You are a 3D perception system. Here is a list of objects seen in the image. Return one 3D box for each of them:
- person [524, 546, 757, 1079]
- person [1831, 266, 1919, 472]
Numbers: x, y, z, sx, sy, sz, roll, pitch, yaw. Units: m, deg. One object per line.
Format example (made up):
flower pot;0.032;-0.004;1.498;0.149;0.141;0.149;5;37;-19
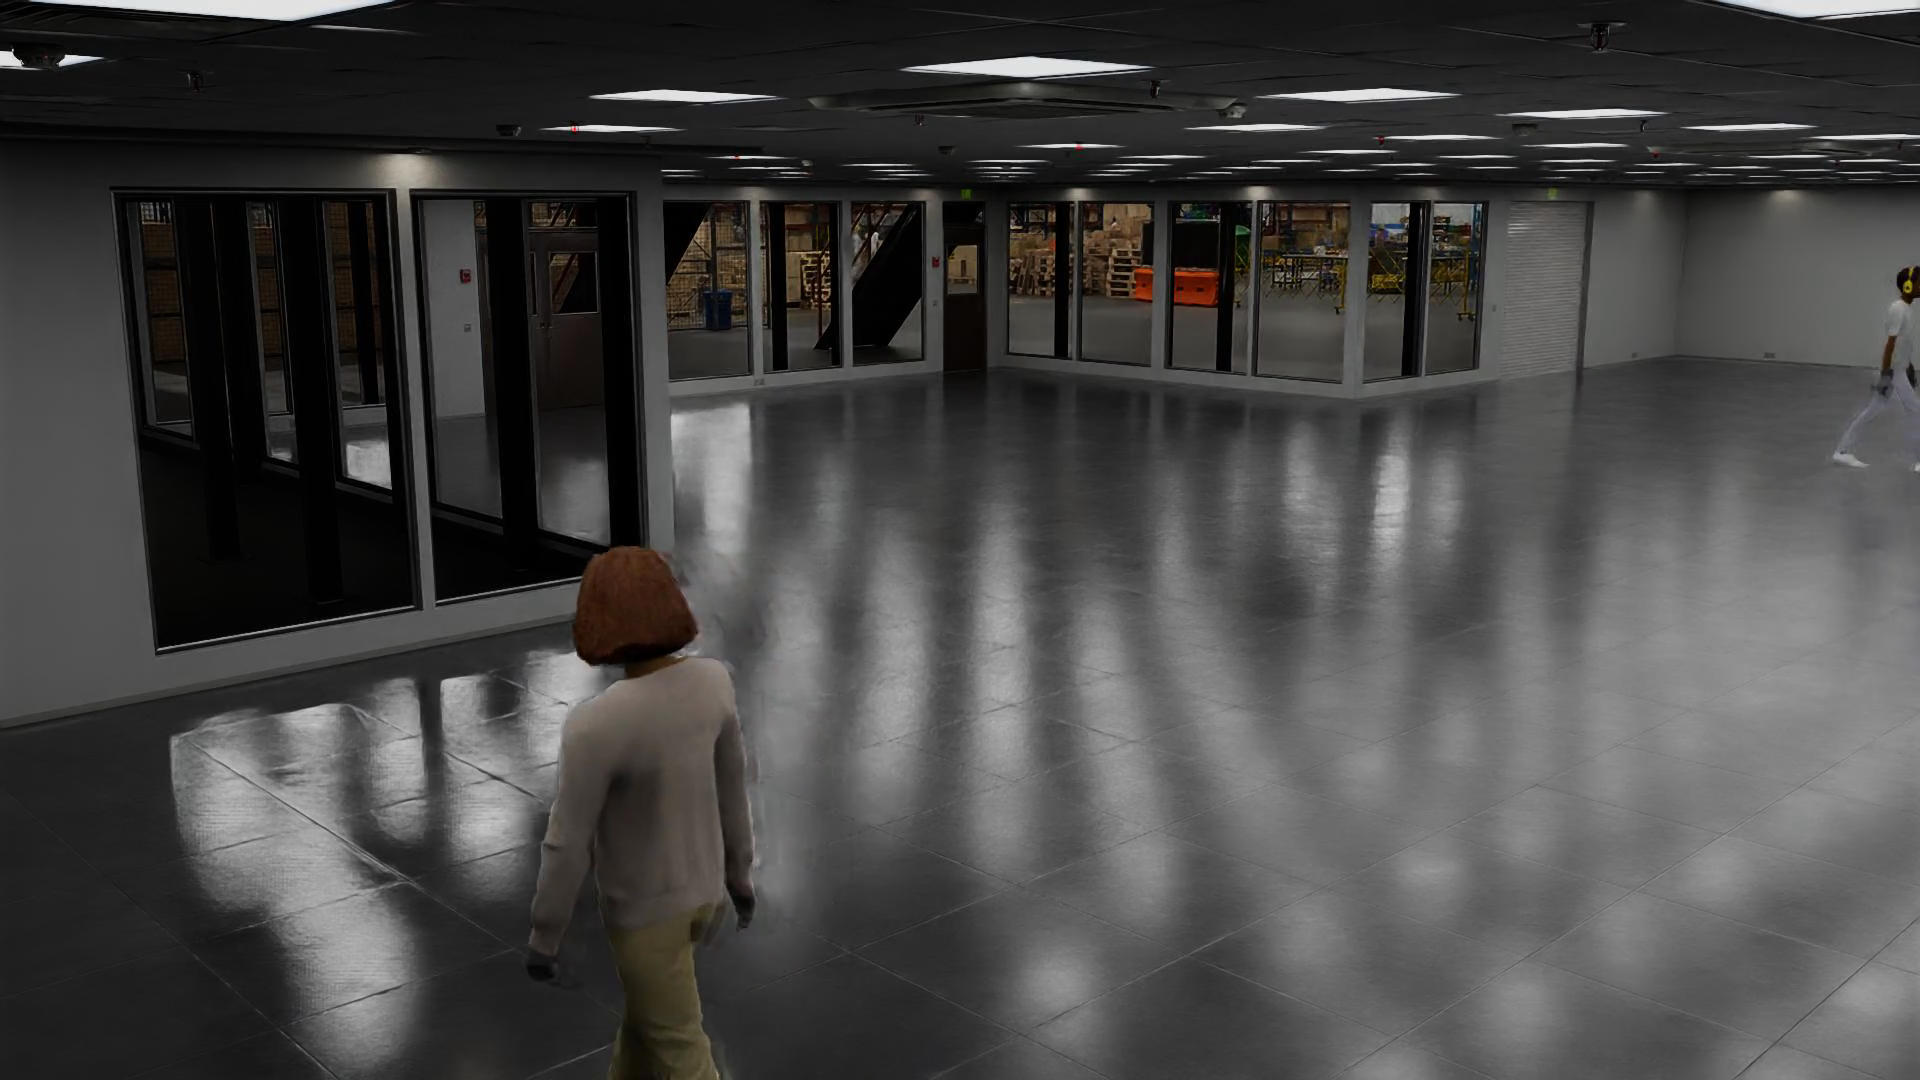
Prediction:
person;-0.764;0.800;3.710;0.801;1.593;0.526;6;13;28
person;8.334;-1.514;14.785;0.971;1.823;0.540;6;13;29
